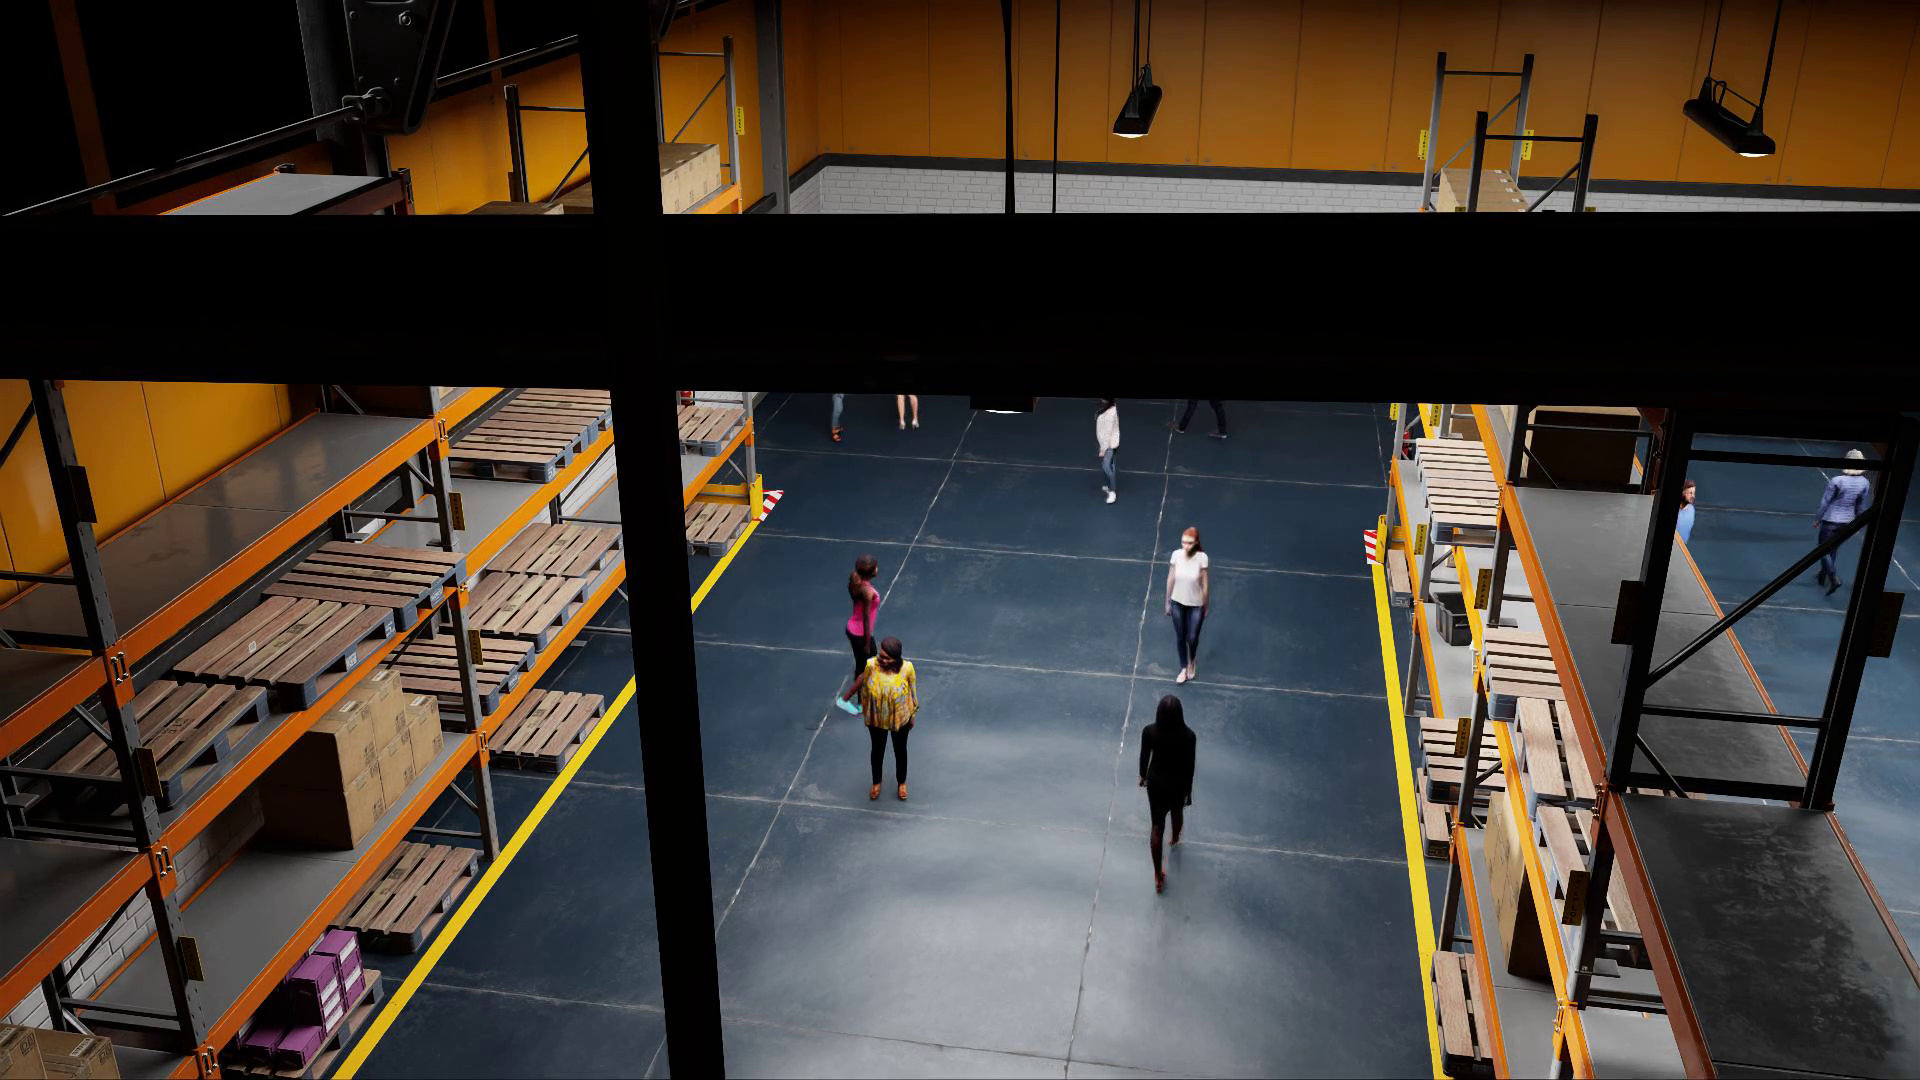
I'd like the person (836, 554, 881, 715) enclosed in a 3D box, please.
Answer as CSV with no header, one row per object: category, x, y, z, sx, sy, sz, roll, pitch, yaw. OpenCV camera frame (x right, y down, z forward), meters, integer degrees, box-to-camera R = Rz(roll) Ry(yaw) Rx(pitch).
person,-1.068,0.969,16.589,0.845,1.706,0.812,-8,25,-17

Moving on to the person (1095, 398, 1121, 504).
person,1.969,-1.321,21.952,0.824,1.607,0.556,6,24,13

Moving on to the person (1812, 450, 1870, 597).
person,10.172,-0.192,19.219,0.789,1.727,1.048,-1,24,-2

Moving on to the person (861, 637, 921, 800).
person,-0.644,1.609,15.195,0.748,1.649,0.782,1,24,2

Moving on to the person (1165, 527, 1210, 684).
person,2.396,0.649,17.291,0.662,1.731,0.670,10,26,22

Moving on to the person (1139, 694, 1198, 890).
person,1.730,2.131,13.964,0.639,1.679,1.114,5,24,11

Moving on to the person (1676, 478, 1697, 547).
person,7.698,0.171,18.247,1.016,1.840,1.298,-7,25,-16
